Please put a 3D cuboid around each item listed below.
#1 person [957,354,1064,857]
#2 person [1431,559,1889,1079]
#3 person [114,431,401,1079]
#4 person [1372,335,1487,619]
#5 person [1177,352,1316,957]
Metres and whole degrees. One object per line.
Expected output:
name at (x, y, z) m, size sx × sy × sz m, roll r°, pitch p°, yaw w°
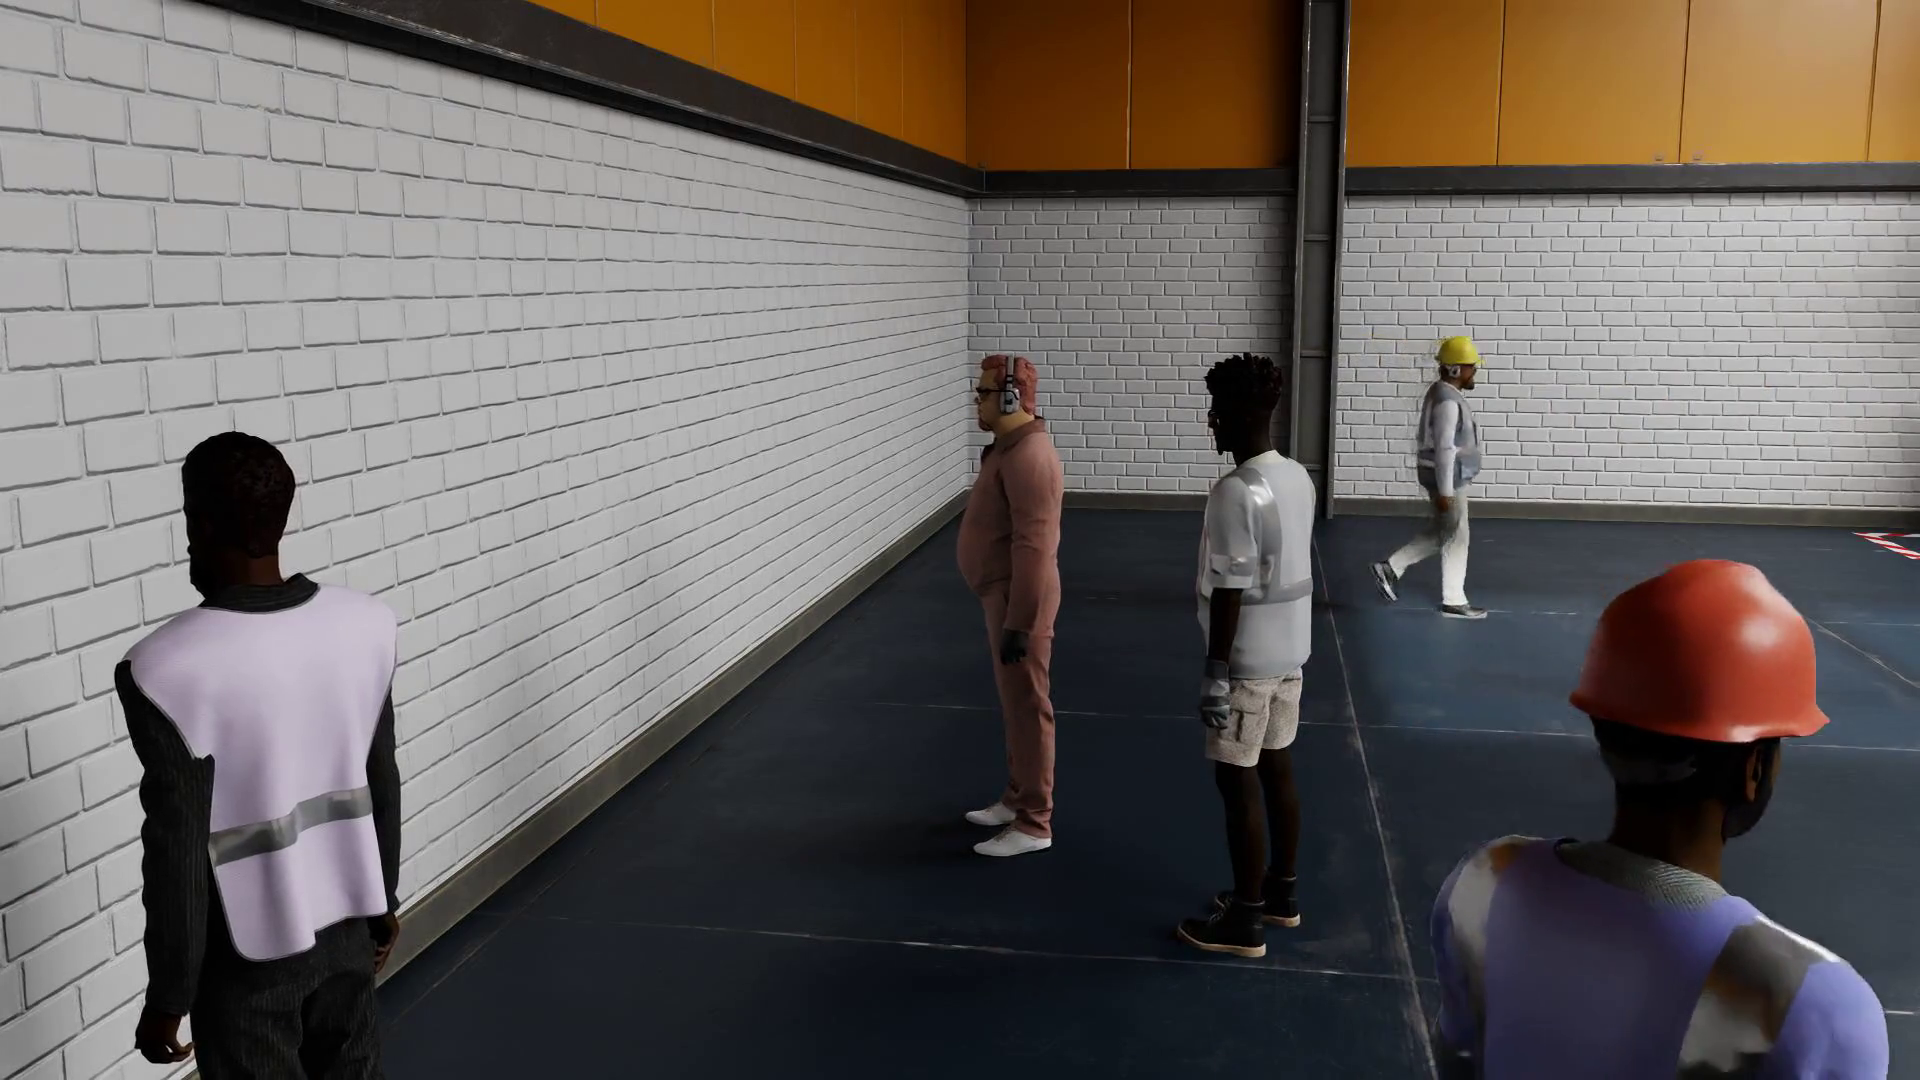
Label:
person at (0.186, 0.248, 6.358) m, size 0.399 × 1.909 × 0.642 m, roll 0°, pitch 9°, yaw -1°
person at (0.696, 0.973, 1.894) m, size 0.858 × 1.914 × 0.552 m, roll -6°, pitch 11°, yaw -31°
person at (-1.303, 0.750, 3.213) m, size 0.372 × 1.916 × 0.596 m, roll 4°, pitch 10°, yaw 26°
person at (3.049, -0.401, 10.661) m, size 0.641 × 1.819 × 0.598 m, roll 2°, pitch 9°, yaw 10°
person at (0.953, 0.369, 5.459) m, size 0.375 × 1.958 × 0.606 m, roll 6°, pitch 11°, yaw 33°
